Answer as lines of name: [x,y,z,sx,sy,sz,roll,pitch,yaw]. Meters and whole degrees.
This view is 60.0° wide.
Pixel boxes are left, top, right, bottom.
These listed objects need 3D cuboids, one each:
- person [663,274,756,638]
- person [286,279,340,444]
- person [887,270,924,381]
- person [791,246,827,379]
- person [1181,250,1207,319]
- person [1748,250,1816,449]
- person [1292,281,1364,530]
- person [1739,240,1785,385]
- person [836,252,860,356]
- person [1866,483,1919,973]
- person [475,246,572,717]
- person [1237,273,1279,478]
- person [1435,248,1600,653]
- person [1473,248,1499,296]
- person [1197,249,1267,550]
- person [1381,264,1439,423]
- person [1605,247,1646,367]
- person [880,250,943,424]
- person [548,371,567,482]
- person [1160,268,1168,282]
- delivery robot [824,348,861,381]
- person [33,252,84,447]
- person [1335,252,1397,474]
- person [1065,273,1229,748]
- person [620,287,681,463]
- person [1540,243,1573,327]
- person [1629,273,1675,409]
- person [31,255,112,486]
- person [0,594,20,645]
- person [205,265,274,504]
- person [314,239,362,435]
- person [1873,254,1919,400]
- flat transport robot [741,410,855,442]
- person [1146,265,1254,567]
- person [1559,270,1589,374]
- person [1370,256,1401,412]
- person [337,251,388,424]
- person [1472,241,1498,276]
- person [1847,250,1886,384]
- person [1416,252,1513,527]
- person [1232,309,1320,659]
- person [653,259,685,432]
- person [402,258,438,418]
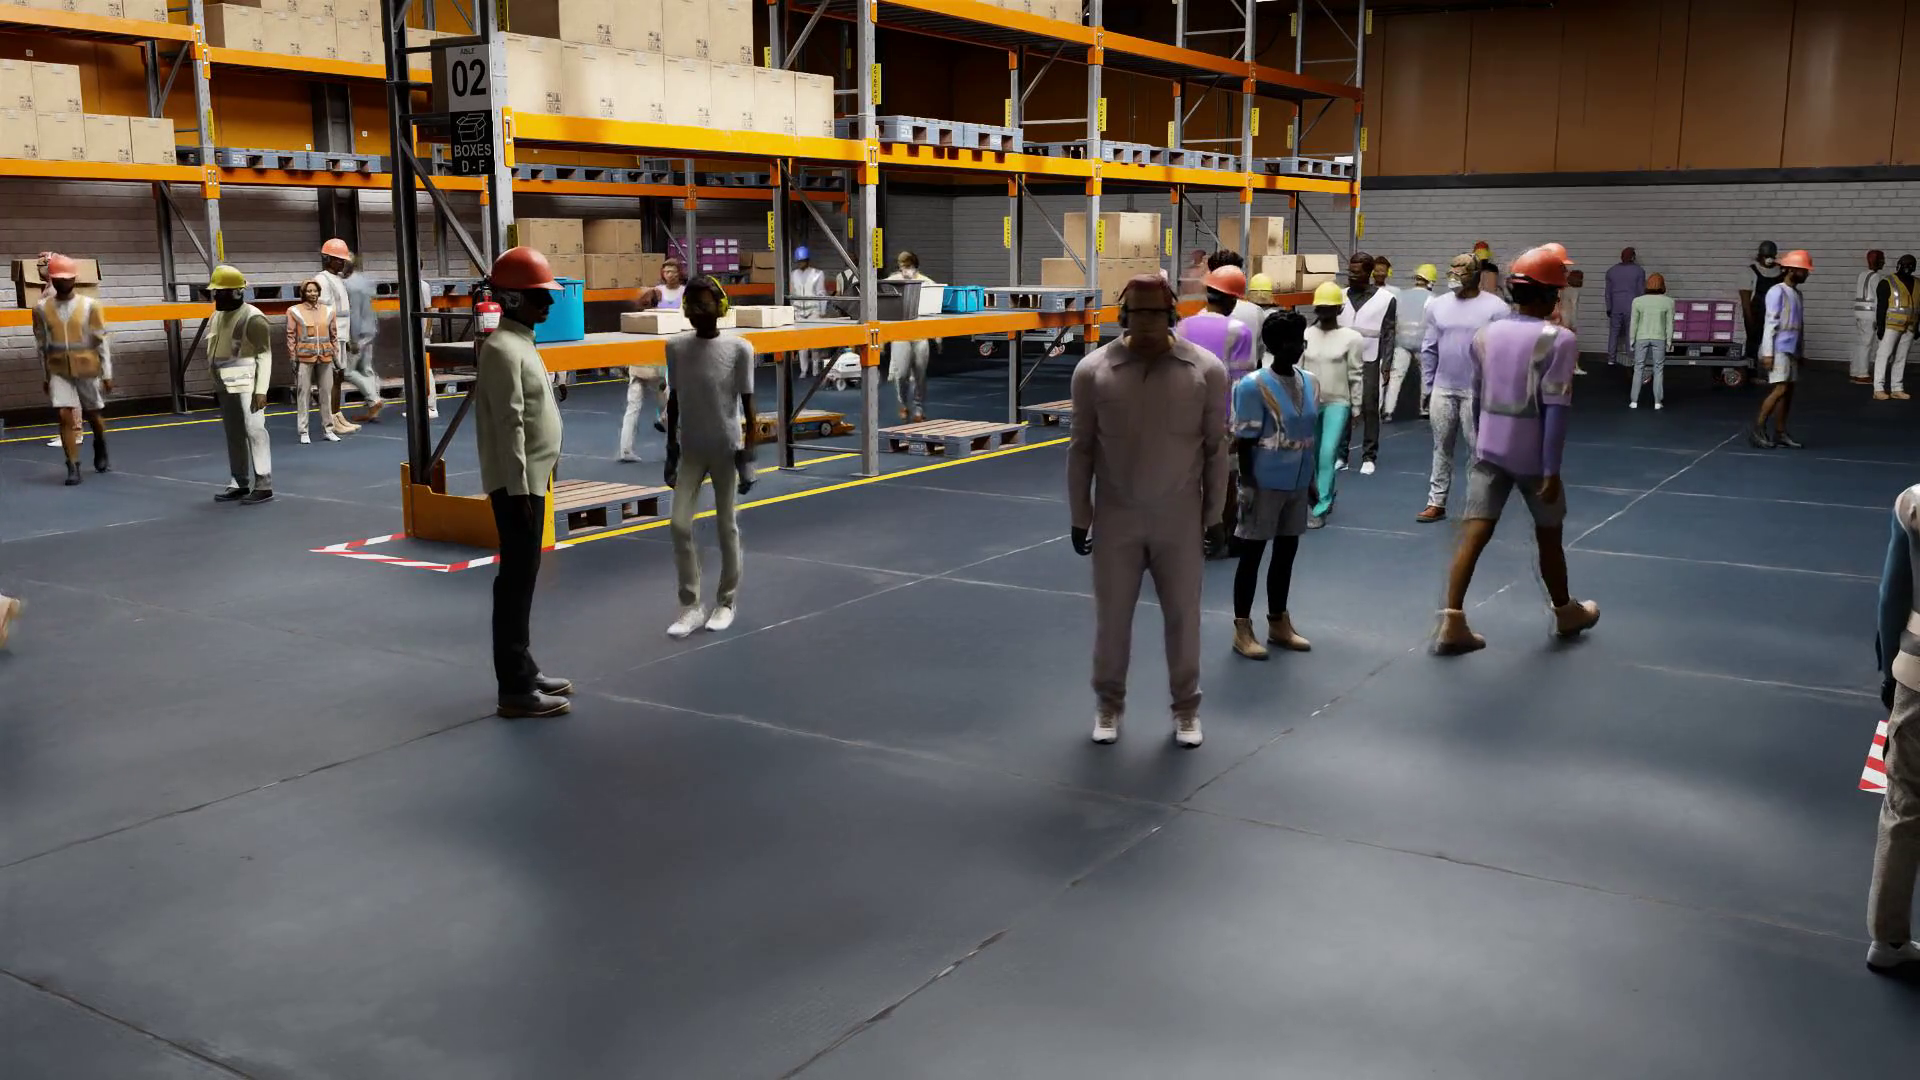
person: [-1.309,-0.416,8.456,0.565,1.847,0.673,2,11,13]
person: [-6.464,-1.787,16.644,0.511,1.640,0.308,-9,14,-41]
person: [-0.770,-3.209,23.992,0.654,1.834,0.428,3,11,19]
person: [-2.253,-3.301,24.224,0.642,1.927,0.450,2,10,10]
person: [3.535,-3.302,24.383,0.682,1.877,0.414,6,12,29]
person: [7.986,-1.830,16.078,0.605,1.925,0.408,-8,13,-38]
person: [2.634,-0.987,11.933,0.530,1.736,0.838,6,12,30]
person: [11.267,-3.183,23.265,0.693,2.000,0.543,0,10,0]
person: [-1.629,-3.454,25.308,0.508,1.846,0.342,4,11,20]
person: [2.696,0.414,4.448,0.312,1.639,0.520,-5,11,-25]
person: [-1.861,-0.249,7.138,0.397,1.992,0.623,-2,10,-10]
person: [2.528,-1.381,14.113,0.493,1.740,0.325,1,10,4]
person: [2.784,-0.439,8.230,1.096,1.980,0.626,-7,12,-34]
person: [7.304,-3.162,23.553,0.590,1.892,0.860,-6,12,-32]
person: [1.748,-0.920,10.938,0.613,1.962,0.367,-8,13,-38]
person: [5.012,-2.162,18.406,0.617,1.775,0.870,7,12,35]
person: [10.697,-3.740,26.725,0.643,1.908,0.410,9,13,40]
person: [-0.518,-2.175,18.023,0.717,1.916,0.445,-2,10,-13]
person: [-3.355,-1.243,12.958,0.585,1.879,0.343,-1,10,-6]
person: [2.971,-3.628,26.071,0.589,1.919,0.392,4,11,22]
delivery robot: [-1.492,-2.357,22.550,0.707,0.478,0.477,-9,14,-43]
person: [-8.895,-1.877,16.404,0.407,1.908,0.641,-4,11,-22]
person: [3.480,-1.530,14.456,0.590,1.916,0.387,7,13,35]
person: [0.745,-0.110,6.657,0.649,1.896,0.400,1,10,6]
person: [-2.835,-1.515,15.251,0.536,1.586,0.855,7,12,33]
person: [4.830,-1.451,13.793,0.380,1.996,0.608,3,11,18]
person: [8.312,-2.385,20.008,0.497,1.626,0.287,5,11,26]
person: [-7.455,-1.445,14.026,0.554,1.912,0.862,-3,11,-18]
person: [-4.851,-0.256,7.718,0.625,1.798,0.904,5,11,26]
person: [-5.552,-1.185,12.785,0.601,1.827,0.403,6,12,30]
person: [-6.512,-2.121,17.404,0.390,2.034,0.605,-1,10,-6]
person: [11.951,-2.701,21.160,0.624,1.841,0.430,-2,10,-12]
flat transport robot: [-1.833,-1.188,17.119,1.431,0.197,0.652,-10,14,-43]
person: [1.513,-0.758,10.353,0.624,1.871,0.938,5,11,24]
person: [9.043,-3.257,24.994,0.862,1.571,0.519,1,10,4]
person: [4.648,-2.246,18.613,0.522,1.854,0.761,5,11,24]
person: [-6.625,-2.212,18.239,0.424,1.915,0.680,-1,10,-7]
person: [8.315,-3.766,26.621,0.611,1.996,0.387,-5,11,-24]
person: [12.800,-3.136,23.442,0.343,1.882,0.582,1,10,8]
person: [3.568,-1.062,11.808,0.630,1.936,0.369,8,13,38]
person: [1.546,-0.274,8.099,0.540,1.695,0.317,-7,12,-34]
person: [-3.046,-2.056,17.654,0.600,1.806,0.930,1,10,5]
person: [-6.176,-2.309,18.927,0.313,1.860,0.538,-8,13,-39]
